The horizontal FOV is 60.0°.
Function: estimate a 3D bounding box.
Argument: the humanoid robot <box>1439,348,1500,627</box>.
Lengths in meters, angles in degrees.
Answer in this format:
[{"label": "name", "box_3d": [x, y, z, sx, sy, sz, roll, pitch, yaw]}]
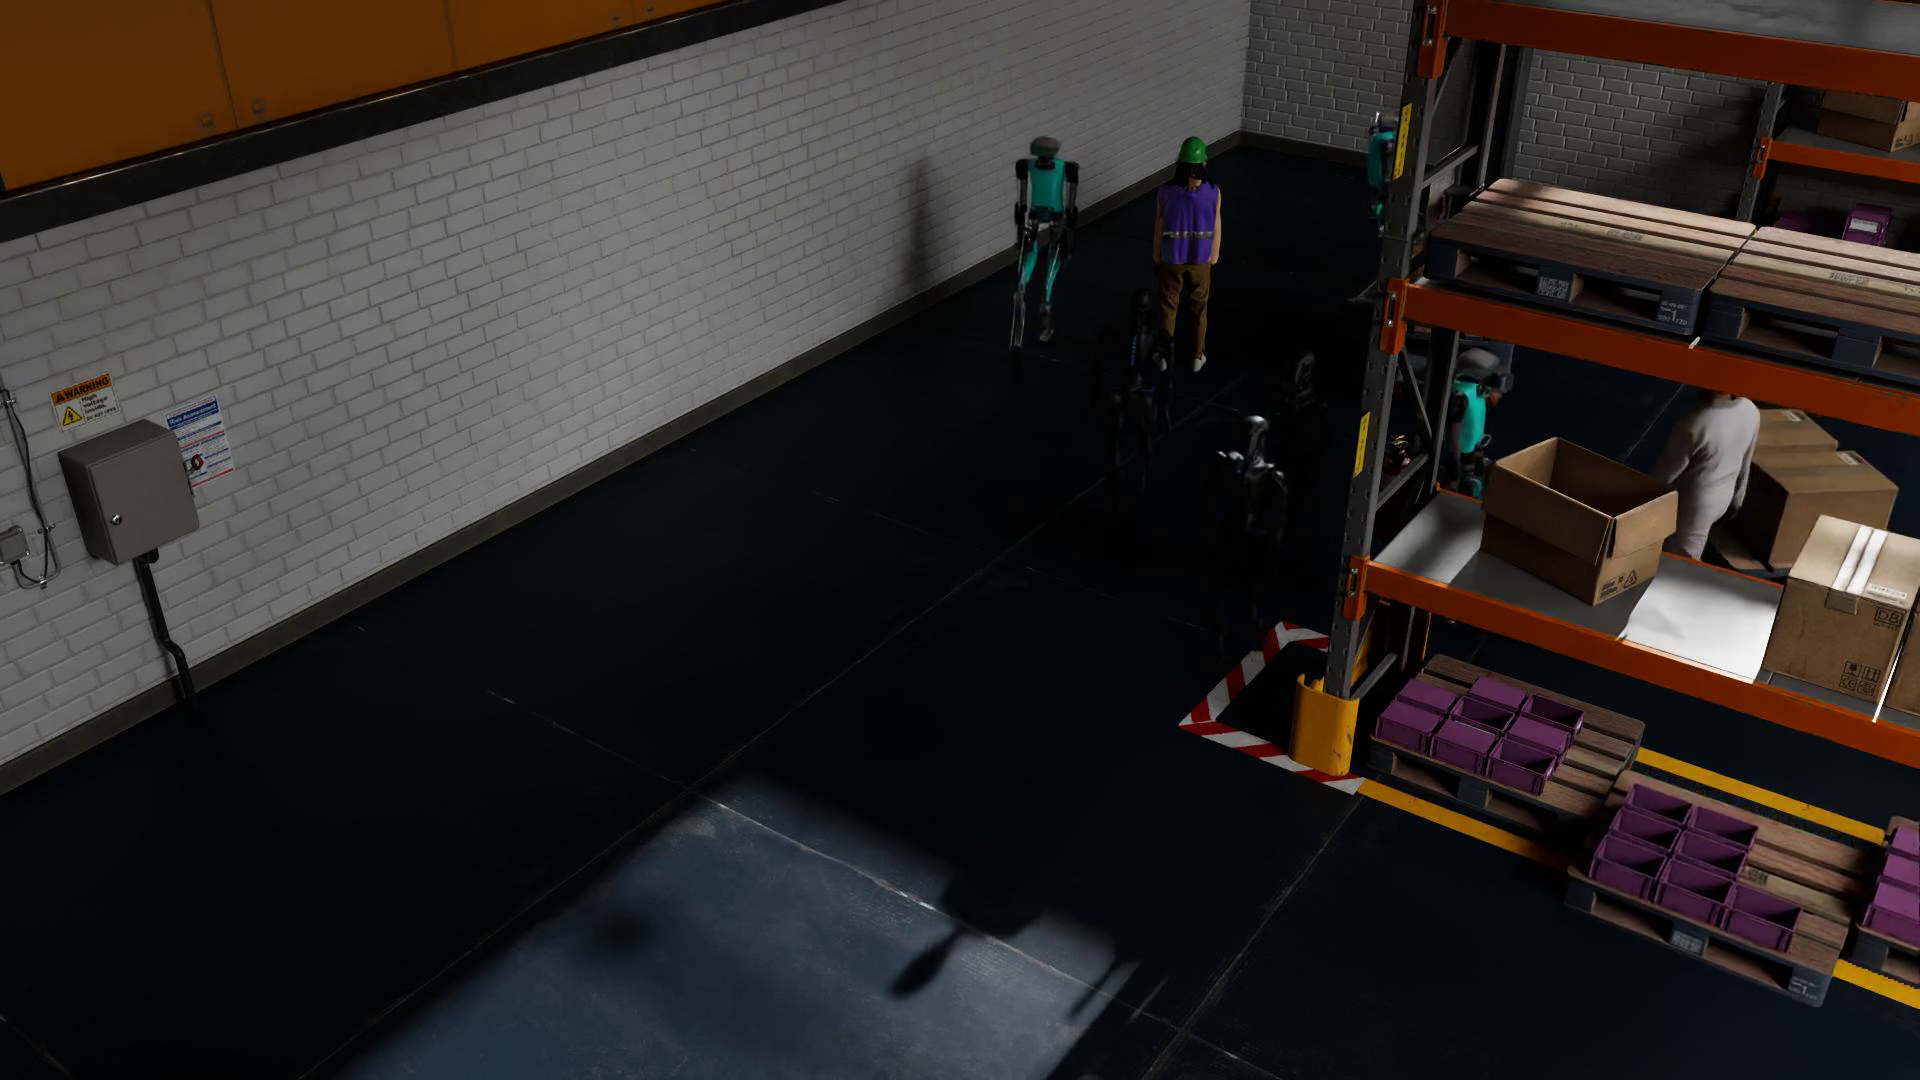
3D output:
[{"label": "humanoid robot", "box_3d": [3.213, -0.238, 10.038, 0.741, 1.845, 0.531, 17, 34, 26]}]

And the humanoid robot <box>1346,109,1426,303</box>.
[{"label": "humanoid robot", "box_3d": [3.979, -2.892, 14.610, 0.978, 1.767, 0.533, 0, 30, 0]}]

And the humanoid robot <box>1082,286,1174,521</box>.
[{"label": "humanoid robot", "box_3d": [1.132, -0.921, 11.235, 0.610, 1.646, 0.363, 4, 30, 7]}]

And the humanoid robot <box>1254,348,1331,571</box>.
[{"label": "humanoid robot", "box_3d": [2.096, -0.494, 10.488, 0.596, 1.633, 0.491, 26, 39, 37]}]

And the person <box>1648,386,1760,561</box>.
[{"label": "person", "box_3d": [4.243, -0.250, 9.857, 0.667, 1.874, 0.781, -19, 35, -29]}]

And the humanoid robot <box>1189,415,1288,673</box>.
[{"label": "humanoid robot", "box_3d": [1.644, -0.003, 9.637, 0.589, 1.637, 0.492, 20, 36, 31]}]

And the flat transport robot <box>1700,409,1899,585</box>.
[{"label": "flat transport robot", "box_3d": [5.155, 0.135, 10.806, 1.431, 0.231, 0.659, -2, 30, -4]}]

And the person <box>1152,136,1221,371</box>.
[{"label": "person", "box_3d": [1.807, -2.260, 13.298, 0.533, 1.931, 0.409, 1, 30, 2]}]

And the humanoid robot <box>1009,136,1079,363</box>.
[{"label": "humanoid robot", "box_3d": [0.616, -2.321, 13.601, 0.543, 1.763, 0.966, 9, 31, 14]}]
